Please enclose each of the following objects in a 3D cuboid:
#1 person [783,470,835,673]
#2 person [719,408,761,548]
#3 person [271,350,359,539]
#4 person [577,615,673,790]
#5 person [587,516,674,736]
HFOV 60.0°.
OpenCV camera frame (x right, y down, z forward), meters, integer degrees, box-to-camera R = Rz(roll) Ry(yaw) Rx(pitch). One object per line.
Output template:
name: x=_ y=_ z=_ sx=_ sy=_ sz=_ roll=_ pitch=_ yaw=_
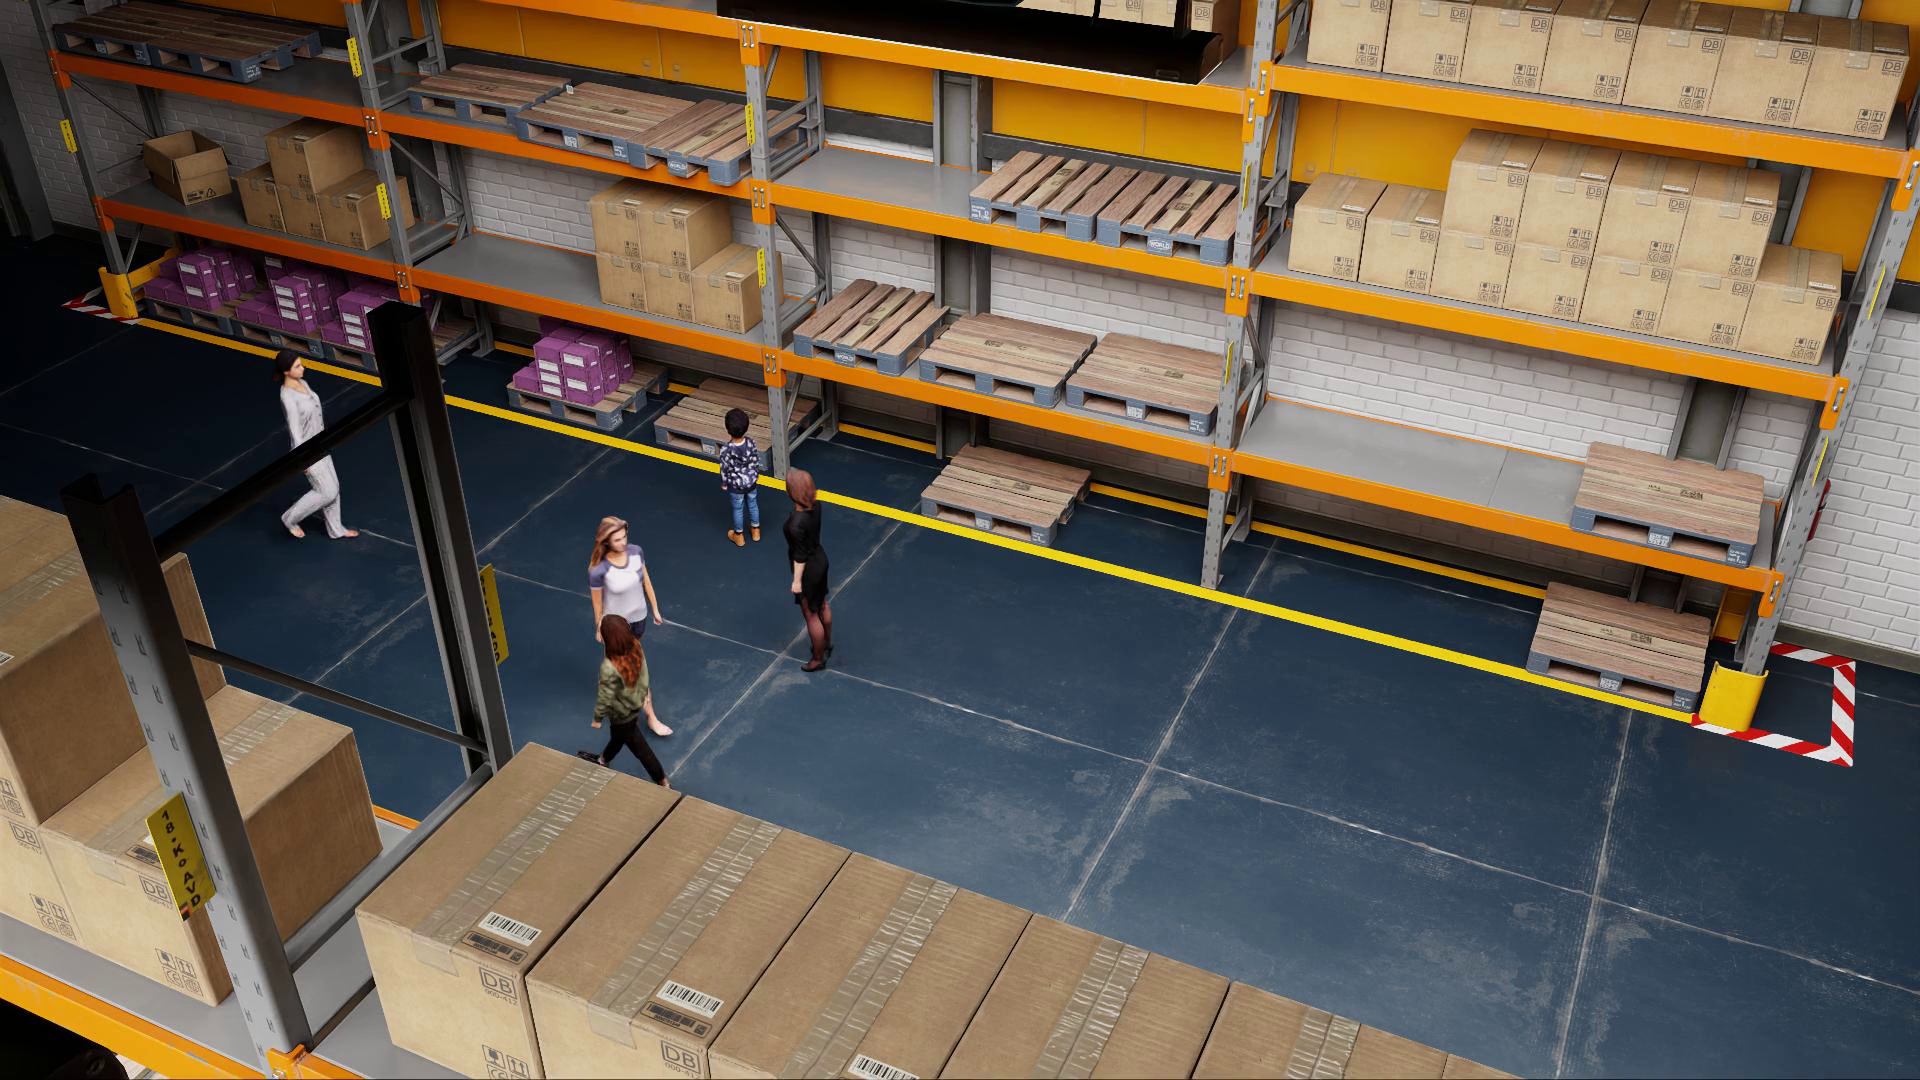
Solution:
person: x=-1.103 y=0.225 z=12.205 sx=0.549 sy=1.703 sz=0.617 roll=9 pitch=35 yaw=13
person: x=-1.810 y=-0.527 z=13.746 sx=0.587 sy=1.251 sz=0.636 roll=-17 pitch=37 yaw=-24
person: x=-5.399 y=-0.742 z=13.608 sx=0.911 sy=1.762 sz=0.807 roll=-3 pitch=34 yaw=-5
person: x=-2.159 y=1.143 z=11.068 sx=1.014 sy=1.435 sz=0.720 roll=7 pitch=34 yaw=11
person: x=-2.417 y=0.538 z=11.750 sx=1.147 sy=1.687 sz=0.833 roll=26 pitch=42 yaw=34
